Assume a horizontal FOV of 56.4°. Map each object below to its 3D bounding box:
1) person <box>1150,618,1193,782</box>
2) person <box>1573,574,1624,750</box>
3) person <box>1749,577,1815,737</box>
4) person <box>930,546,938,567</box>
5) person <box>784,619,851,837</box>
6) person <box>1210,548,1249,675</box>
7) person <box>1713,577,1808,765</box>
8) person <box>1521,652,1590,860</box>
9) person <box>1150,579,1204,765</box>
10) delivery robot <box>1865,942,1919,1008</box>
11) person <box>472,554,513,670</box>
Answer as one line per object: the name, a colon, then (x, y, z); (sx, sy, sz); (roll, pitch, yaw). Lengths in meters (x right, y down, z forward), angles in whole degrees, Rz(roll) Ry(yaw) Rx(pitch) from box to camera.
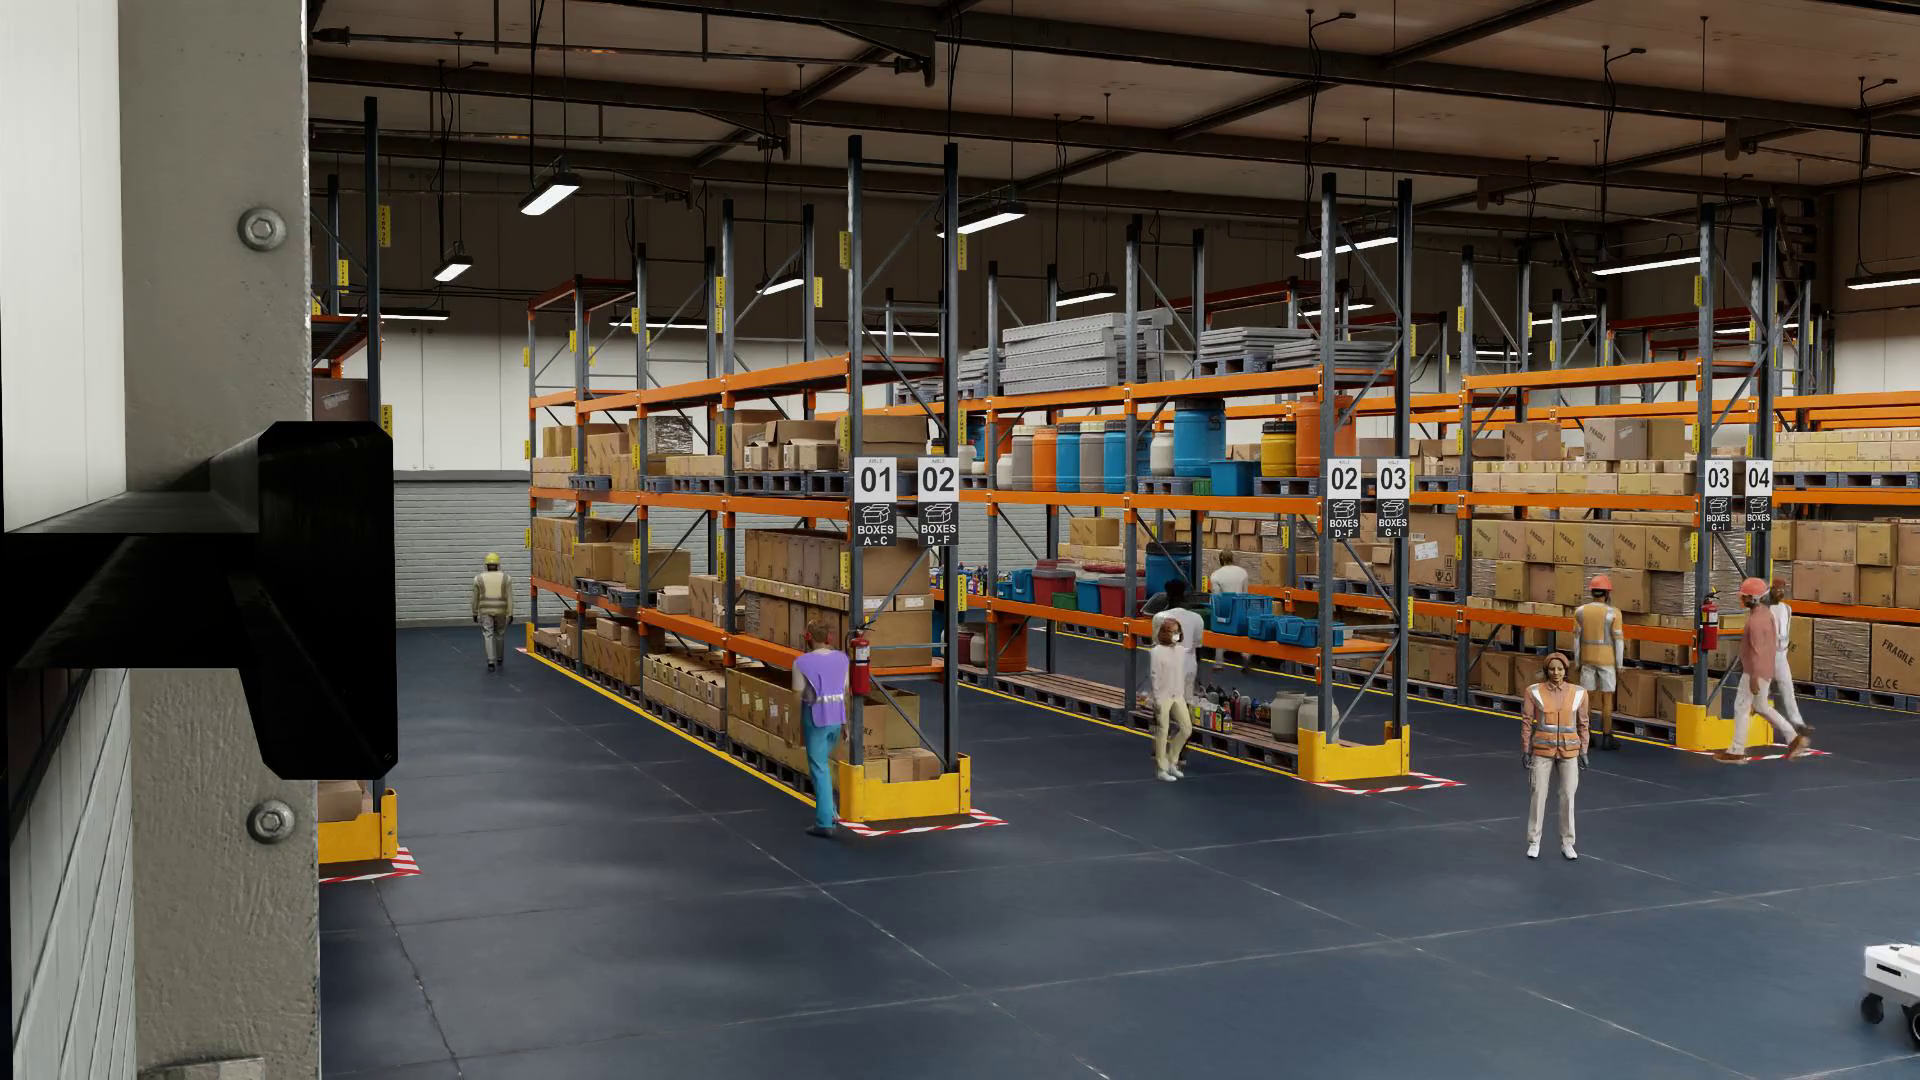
person: (2.081, 1.581, 17.714); (0.511, 1.617, 0.376); (-2, 3, -35)
person: (7.104, 1.343, 19.887); (0.551, 1.932, 0.378); (2, 3, 42)
person: (9.418, 1.357, 20.653); (0.588, 1.837, 0.938); (-1, 2, -14)
person: (-0.469, 0.756, 34.559); (0.407, 1.987, 0.614); (1, 3, 33)
person: (-1.215, 1.581, 15.151); (0.538, 1.814, 0.594); (2, 3, 43)
person: (4.061, 1.078, 26.960); (0.659, 1.920, 0.768); (-1, 2, -17)
person: (8.376, 1.368, 18.738); (0.825, 1.971, 0.637); (2, 3, 39)
person: (4.724, 1.706, 14.218); (0.523, 1.638, 0.311); (0, 2, 10)
person: (2.256, 1.383, 18.862); (0.634, 1.935, 0.552); (-1, 2, -15)
delivery robot: (5.273, 2.387, 9.727); (0.477, 0.478, 0.707); (-1, 2, -13)
person: (-7.274, 1.109, 27.881); (0.621, 1.779, 0.916); (-1, 2, -15)
